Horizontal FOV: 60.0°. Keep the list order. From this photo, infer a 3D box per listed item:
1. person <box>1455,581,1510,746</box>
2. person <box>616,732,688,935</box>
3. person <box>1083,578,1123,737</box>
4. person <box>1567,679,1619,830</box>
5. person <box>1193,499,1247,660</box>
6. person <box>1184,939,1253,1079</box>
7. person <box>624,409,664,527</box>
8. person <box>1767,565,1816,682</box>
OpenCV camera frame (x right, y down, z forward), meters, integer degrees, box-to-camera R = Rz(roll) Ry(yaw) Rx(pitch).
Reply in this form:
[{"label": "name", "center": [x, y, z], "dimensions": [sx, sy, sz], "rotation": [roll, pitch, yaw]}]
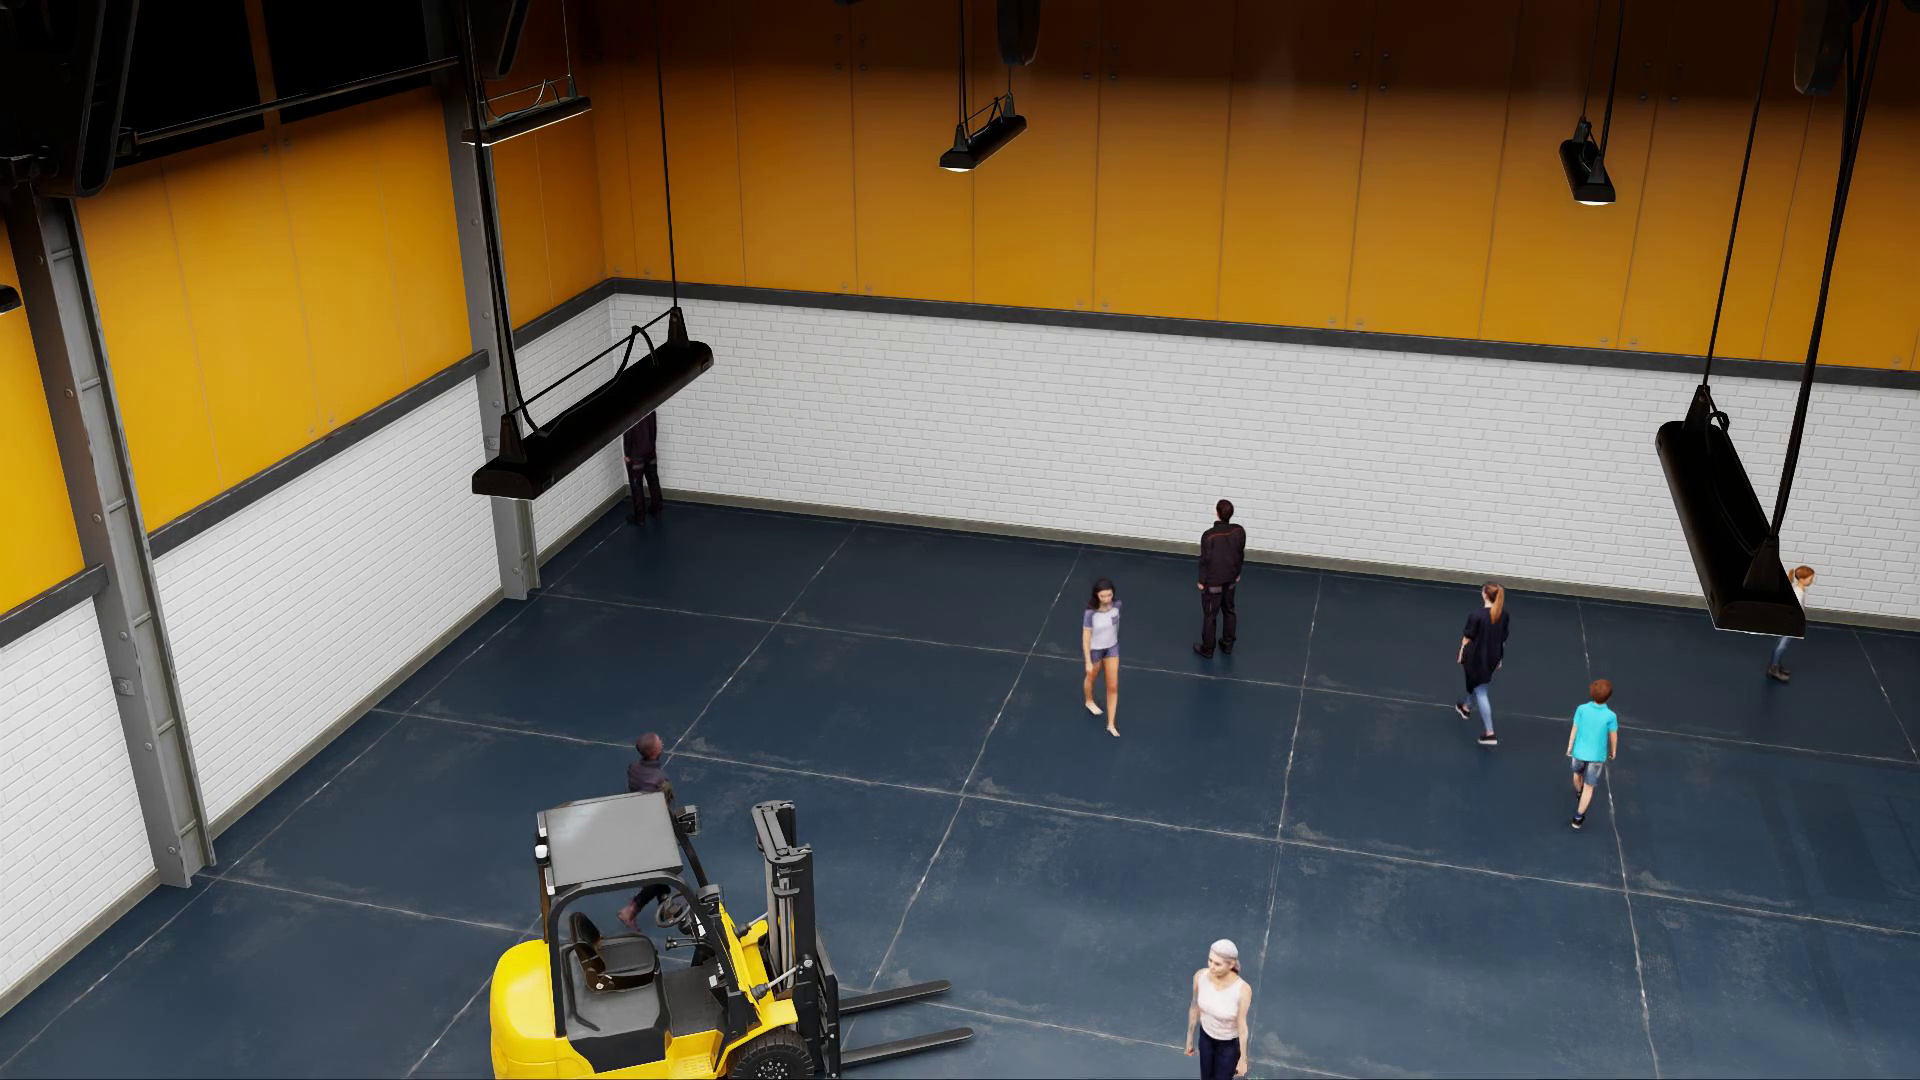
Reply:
[{"label": "person", "center": [5.239, 1.250, 16.528], "dimensions": [0.973, 1.643, 1.224], "rotation": [-6, 24, -13]}, {"label": "person", "center": [-2.544, 2.427, 13.613], "dimensions": [1.094, 1.819, 0.988], "rotation": [-20, 30, -37]}, {"label": "person", "center": [1.414, 1.097, 16.835], "dimensions": [0.943, 1.675, 1.112], "rotation": [-11, 26, -24]}, {"label": "person", "center": [5.736, 1.964, 15.178], "dimensions": [0.722, 1.414, 0.995], "rotation": [14, 27, 29]}, {"label": "person", "center": [2.847, 0.416, 18.190], "dimensions": [0.790, 1.839, 0.818], "rotation": [-10, 26, -22]}, {"label": "person", "center": [1.840, 3.436, 11.468], "dimensions": [0.749, 1.689, 0.799], "rotation": [20, 30, 38]}, {"label": "person", "center": [-4.161, -1.145, 21.669], "dimensions": [0.838, 1.913, 0.711], "rotation": [21, 31, 39]}, {"label": "person", "center": [8.888, 0.869, 17.810], "dimensions": [0.559, 1.313, 0.441], "rotation": [11, 26, 23]}]
